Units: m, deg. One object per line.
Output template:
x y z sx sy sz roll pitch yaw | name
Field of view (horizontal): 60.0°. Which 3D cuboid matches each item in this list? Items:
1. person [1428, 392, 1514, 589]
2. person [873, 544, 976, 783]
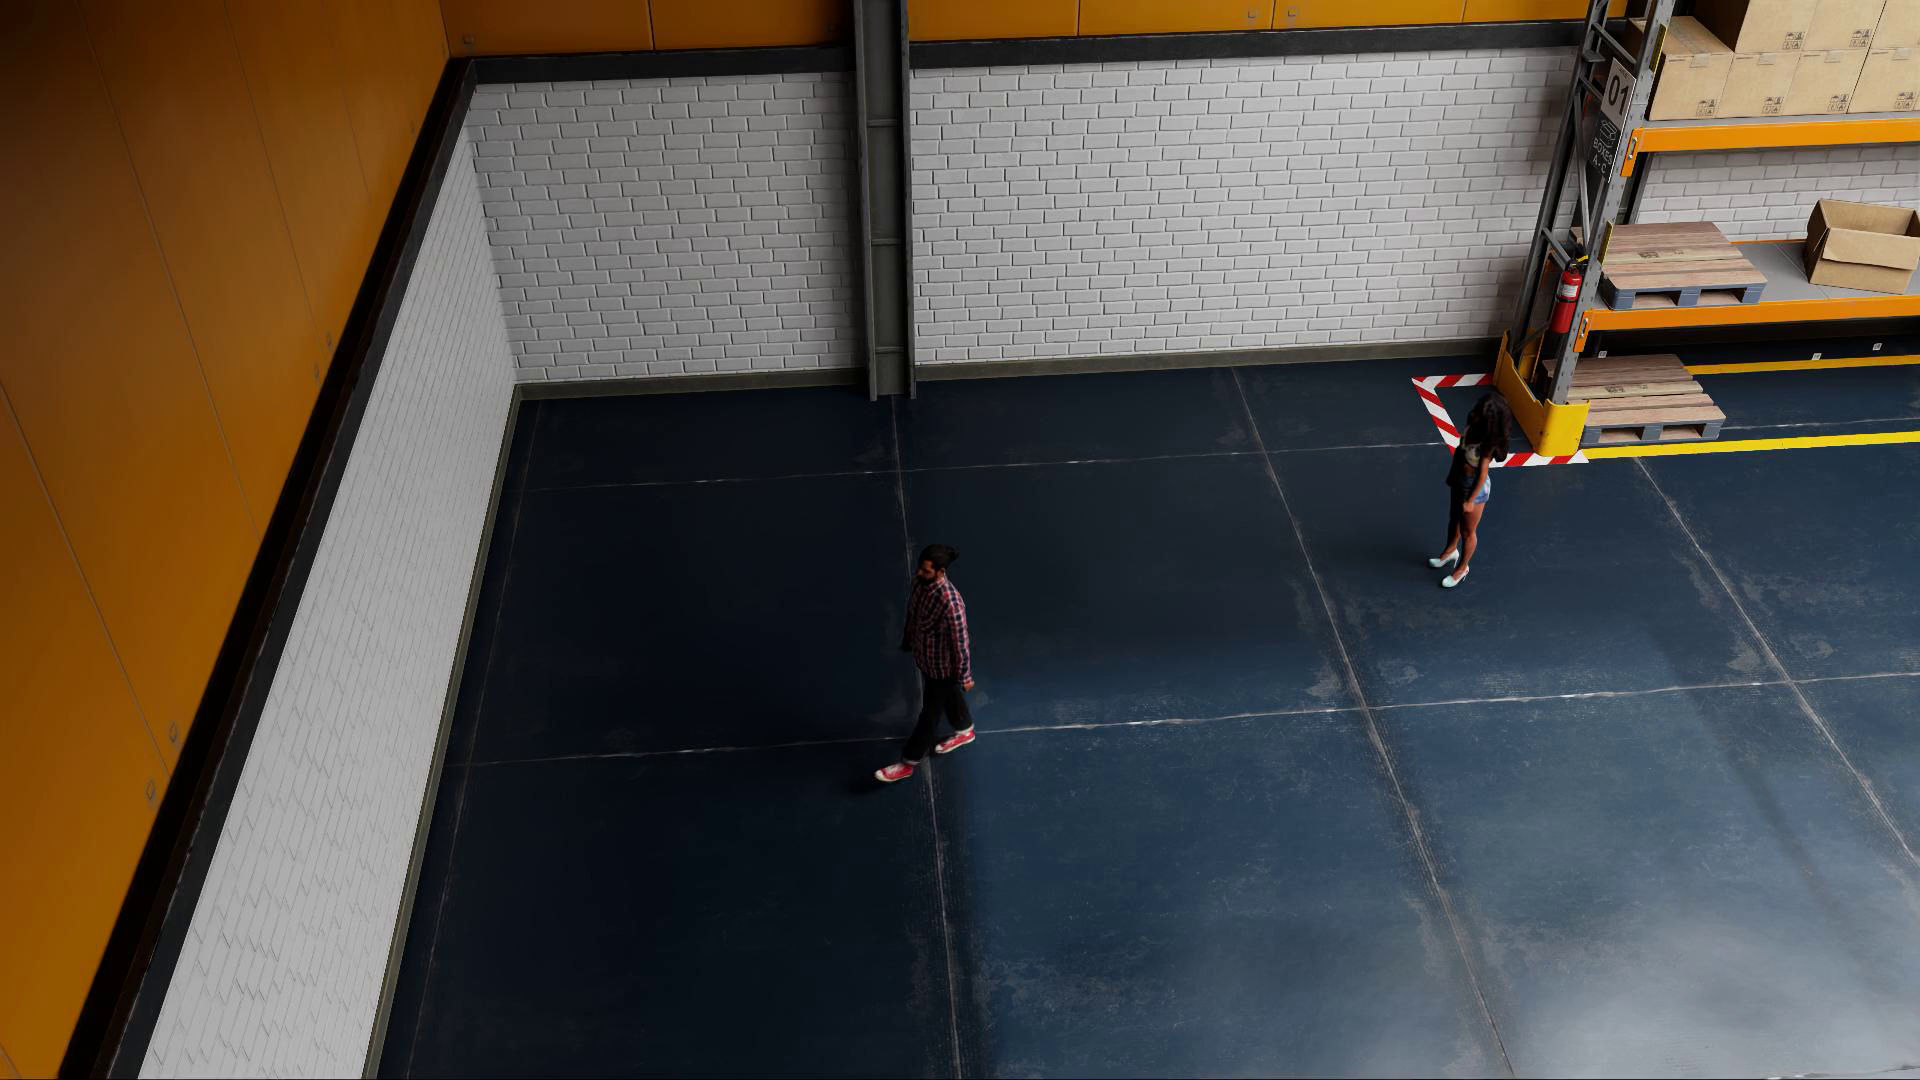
3.640 -0.369 11.880 0.554 1.627 0.560 -5 39 -6 | person
-0.070 0.717 10.431 1.141 1.739 0.956 -17 42 -20 | person
